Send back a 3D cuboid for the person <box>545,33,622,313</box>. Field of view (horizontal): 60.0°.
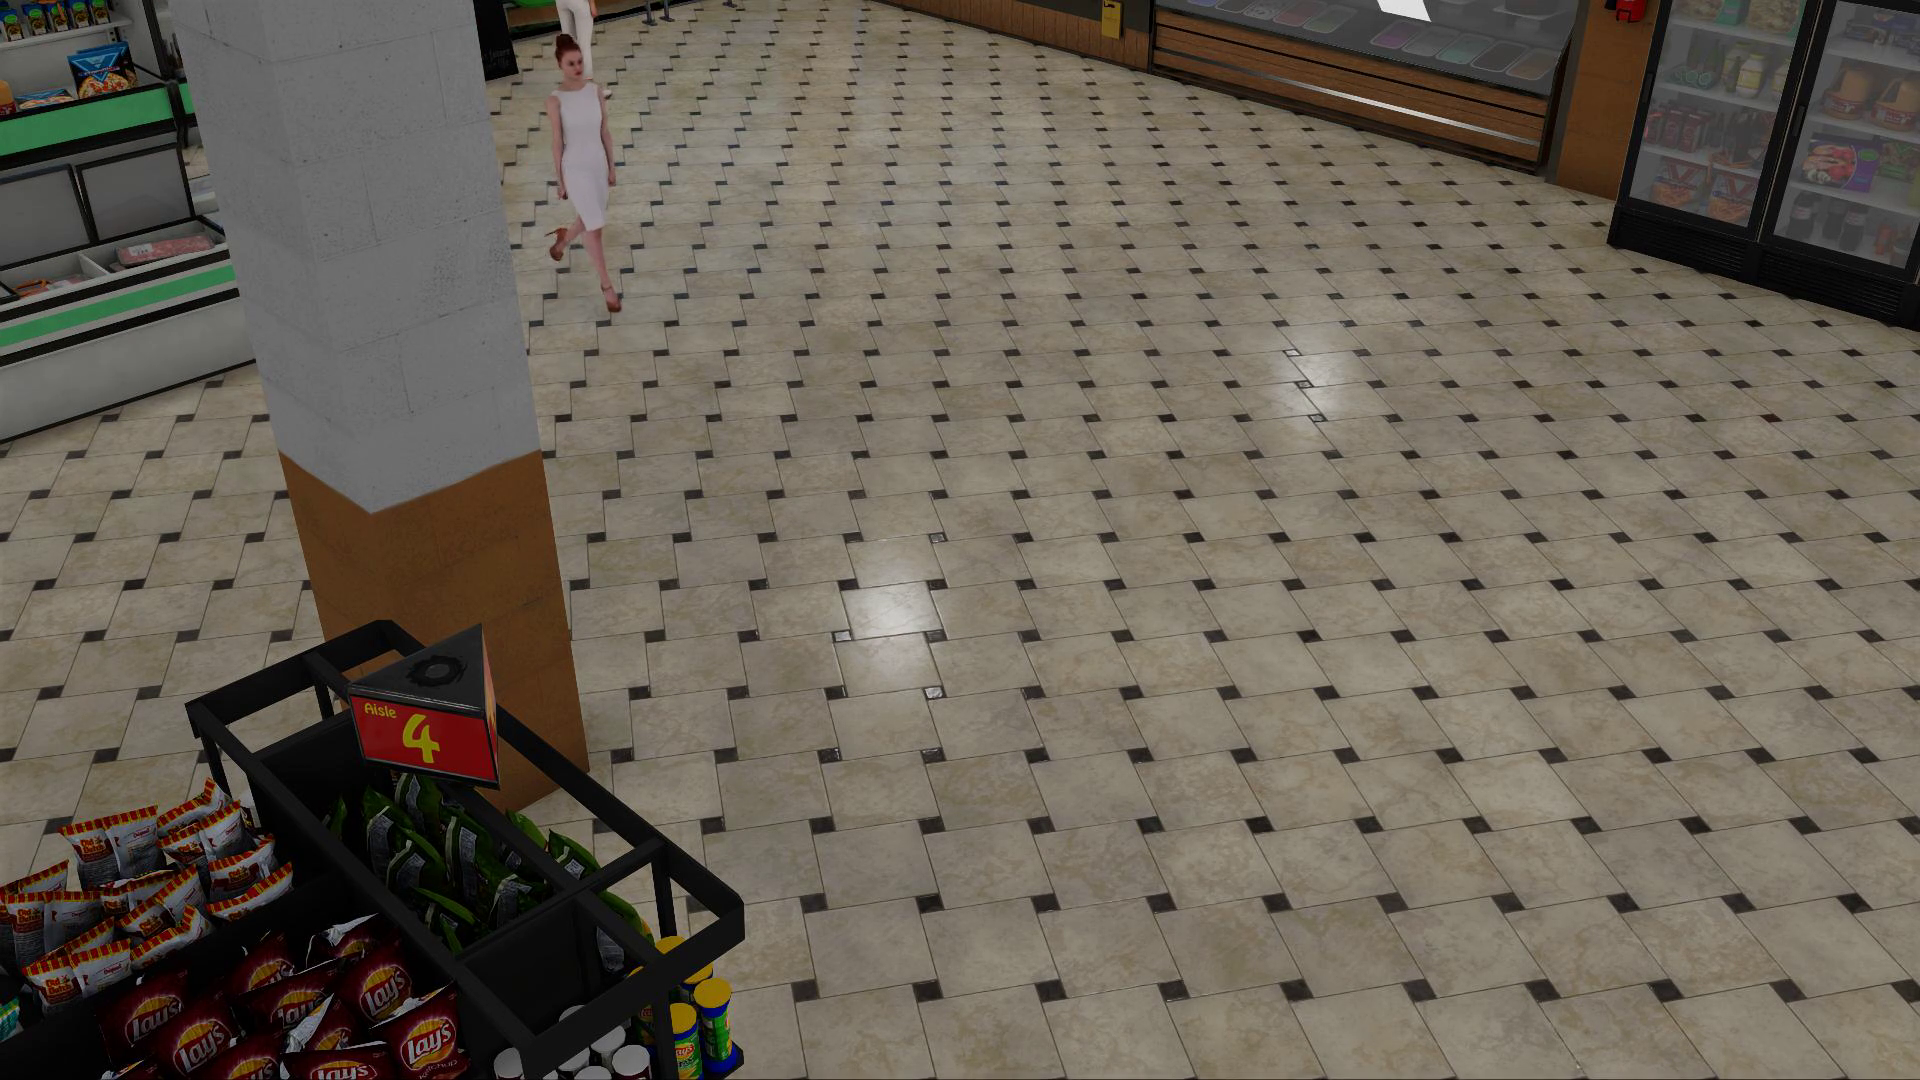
[{"bbox_3d":[-2.460,-2.350,10.692,0.963,1.768,0.655,-25,40,-34],"label":"person"}]

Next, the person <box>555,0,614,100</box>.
[{"bbox_3d":[-3.395,-4.719,14.565,0.650,1.700,0.582,19,37,28],"label":"person"}]
